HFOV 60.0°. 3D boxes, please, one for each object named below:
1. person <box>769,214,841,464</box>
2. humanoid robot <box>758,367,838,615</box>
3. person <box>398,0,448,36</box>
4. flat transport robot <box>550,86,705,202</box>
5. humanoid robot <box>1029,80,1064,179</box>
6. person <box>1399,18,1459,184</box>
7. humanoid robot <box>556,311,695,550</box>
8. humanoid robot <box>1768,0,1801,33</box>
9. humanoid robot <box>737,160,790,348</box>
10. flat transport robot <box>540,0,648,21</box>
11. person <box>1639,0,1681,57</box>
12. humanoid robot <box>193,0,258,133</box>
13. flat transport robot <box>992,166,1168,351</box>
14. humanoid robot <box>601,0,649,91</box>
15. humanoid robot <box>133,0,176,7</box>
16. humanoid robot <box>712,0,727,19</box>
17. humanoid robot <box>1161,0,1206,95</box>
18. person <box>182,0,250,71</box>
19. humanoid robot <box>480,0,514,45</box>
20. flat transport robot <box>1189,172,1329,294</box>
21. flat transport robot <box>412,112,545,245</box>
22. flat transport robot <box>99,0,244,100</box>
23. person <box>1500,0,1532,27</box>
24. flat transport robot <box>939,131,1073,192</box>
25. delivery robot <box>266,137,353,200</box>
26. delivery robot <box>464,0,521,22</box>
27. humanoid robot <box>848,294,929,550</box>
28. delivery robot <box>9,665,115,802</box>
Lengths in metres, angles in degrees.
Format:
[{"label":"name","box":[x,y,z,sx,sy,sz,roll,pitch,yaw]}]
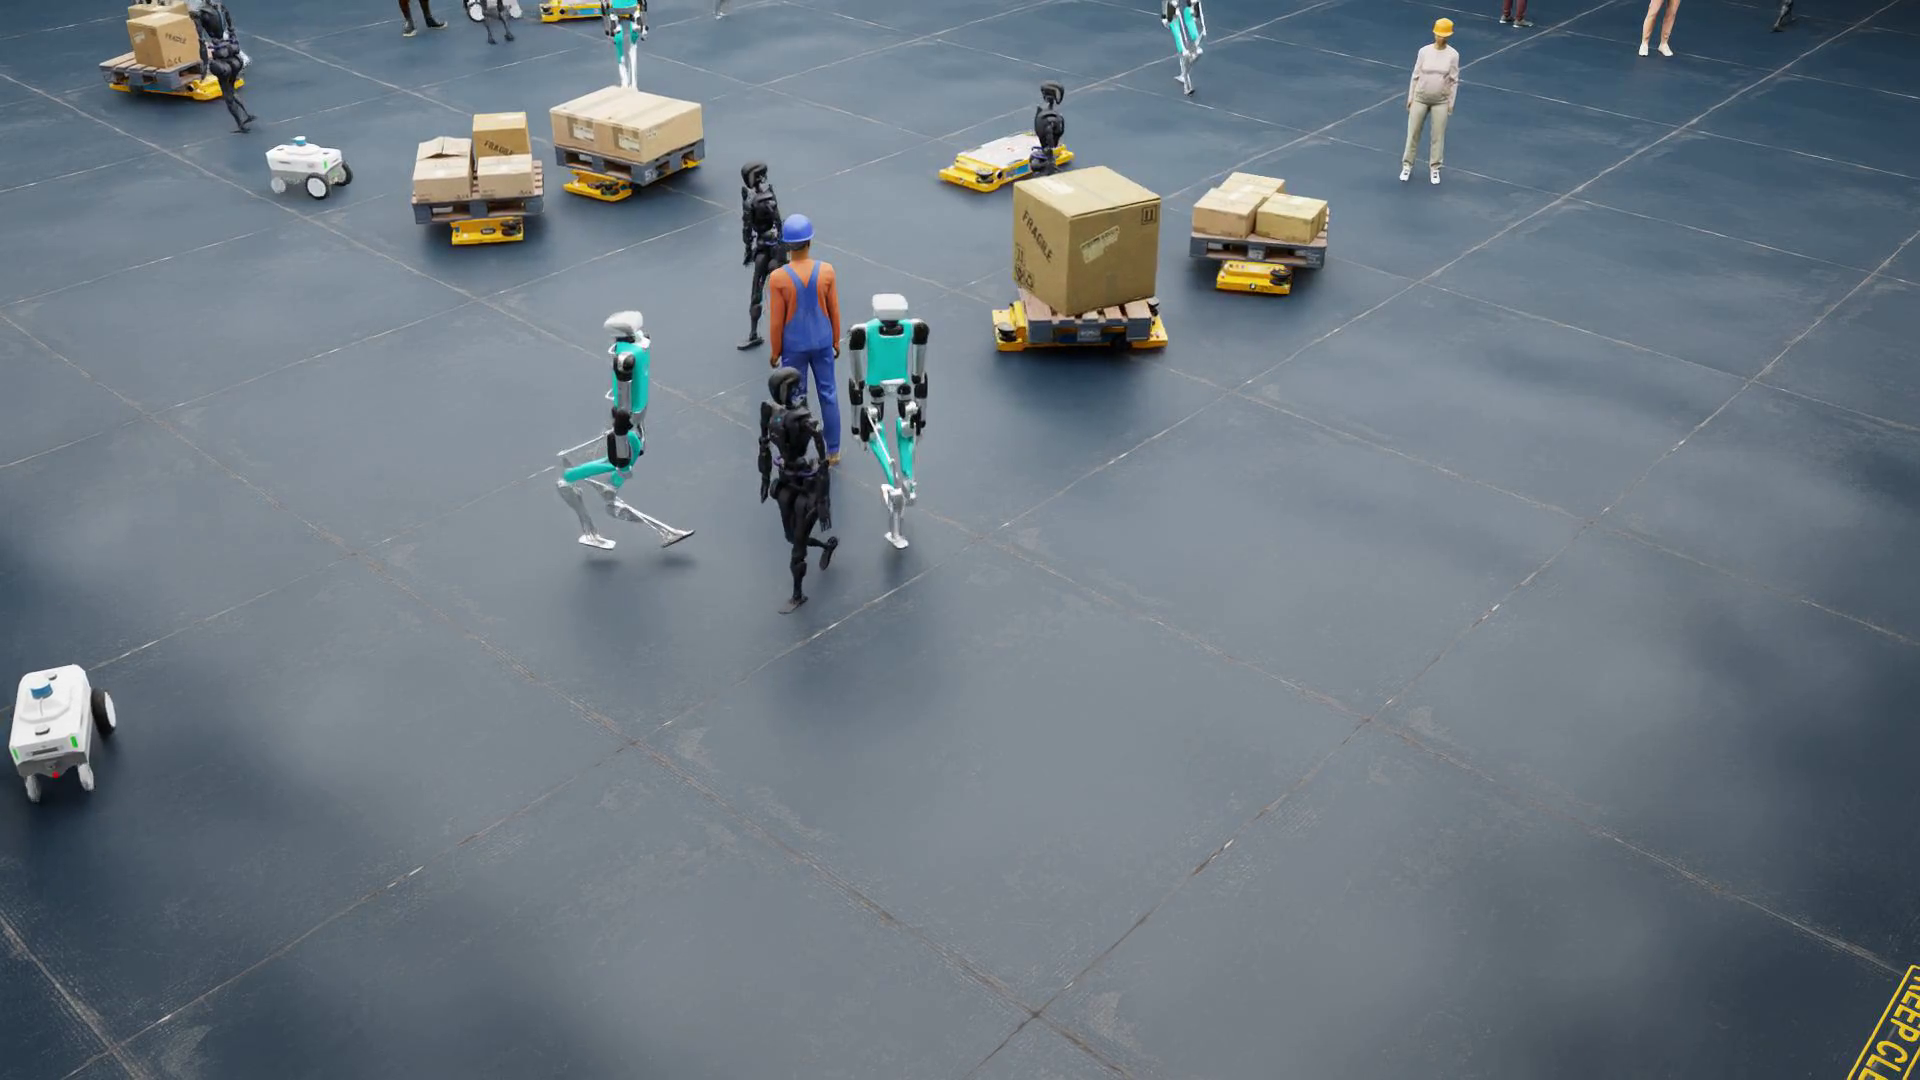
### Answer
[{"label":"person","box":[-1.100,-1.394,11.848,0.521,1.906,0.372,-9,33,-15]},{"label":"humanoid robot","box":[-0.964,-0.367,10.438,0.612,1.639,0.655,23,39,32]},{"label":"person","box":[-7.287,-7.615,21.851,0.752,1.922,0.447,-14,35,-22]},{"label":"flat transport robot","box":[-3.412,-3.875,17.394,0.659,0.231,1.431,18,36,26]},{"label":"humanoid robot","box":[0.786,-3.423,15.346,0.528,1.640,0.598,-1,32,-1]},{"label":"person","box":[4.830,-4.502,17.057,0.470,1.691,0.329,10,33,16]},{"label":"humanoid robot","box":[-2.284,-0.655,10.813,1.010,1.731,0.572,1,32,2]},{"label":"humanoid robot","box":[11.192,-7.618,22.107,0.713,1.629,0.610,-14,35,-22]},{"label":"humanoid robot","box":[-1.534,-2.374,13.704,0.752,1.627,0.602,-23,38,-32]},{"label":"flat transport robot","box":[-5.090,-7.408,23.083,1.431,0.231,0.659,-8,33,-12]},{"label":"person","box":[8.989,-7.076,21.026,0.526,1.873,0.344,0,32,1]},{"label":"humanoid robot","box":[-8.167,-5.341,18.430,0.351,1.648,0.587,10,33,16]},{"label":"flat transport robot","box":[1.006,-1.845,14.125,1.431,0.231,0.659,-2,32,-3]},{"label":"humanoid robot","box":[-3.942,-6.018,19.471,0.548,1.794,0.848,-11,34,-18]},{"label":"humanoid robot","box":[-9.652,-6.456,20.171,0.544,1.819,0.702,7,33,12]},{"label":"humanoid robot","box":[-3.298,-7.963,22.585,0.651,1.803,0.531,17,36,26]},{"label":"humanoid robot","box":[2.722,-6.181,19.793,0.552,1.866,0.845,-11,34,-18]},{"label":"person","box":[-9.255,-6.587,20.232,0.868,1.893,0.595,1,32,1]},{"label":"humanoid robot","box":[-6.138,-7.311,21.602,0.585,1.647,0.330,-19,37,-28]},{"label":"flat transport robot","box":[2.761,-2.655,15.430,0.659,0.231,1.431,7,32,10]},{"label":"flat transport robot","box":[-4.694,-3.251,16.389,0.659,0.231,1.431,-6,32,-10]},{"label":"flat transport robot","box":[-9.474,-5.560,20.107,1.431,0.231,0.659,10,33,15]},{"label":"person","box":[7.597,-7.825,22.300,0.380,1.805,0.552,-16,35,-24]},{"label":"flat transport robot","box":[0.502,-4.018,17.624,0.659,0.231,1.431,26,40,35]},{"label":"delivery robot","box":[-6.674,-3.819,17.048,0.792,0.611,0.499,7,33,11]},{"label":"delivery robot","box":[-6.456,-7.477,22.900,0.746,0.570,0.499,-11,33,-17]},{"label":"humanoid robot","box":[-0.418,-0.721,10.920,0.565,1.740,1.021,-10,33,-15]},{"label":"delivery robot","box":[-5.028,1.026,9.242,0.499,0.606,0.796,-11,34,-18]}]
